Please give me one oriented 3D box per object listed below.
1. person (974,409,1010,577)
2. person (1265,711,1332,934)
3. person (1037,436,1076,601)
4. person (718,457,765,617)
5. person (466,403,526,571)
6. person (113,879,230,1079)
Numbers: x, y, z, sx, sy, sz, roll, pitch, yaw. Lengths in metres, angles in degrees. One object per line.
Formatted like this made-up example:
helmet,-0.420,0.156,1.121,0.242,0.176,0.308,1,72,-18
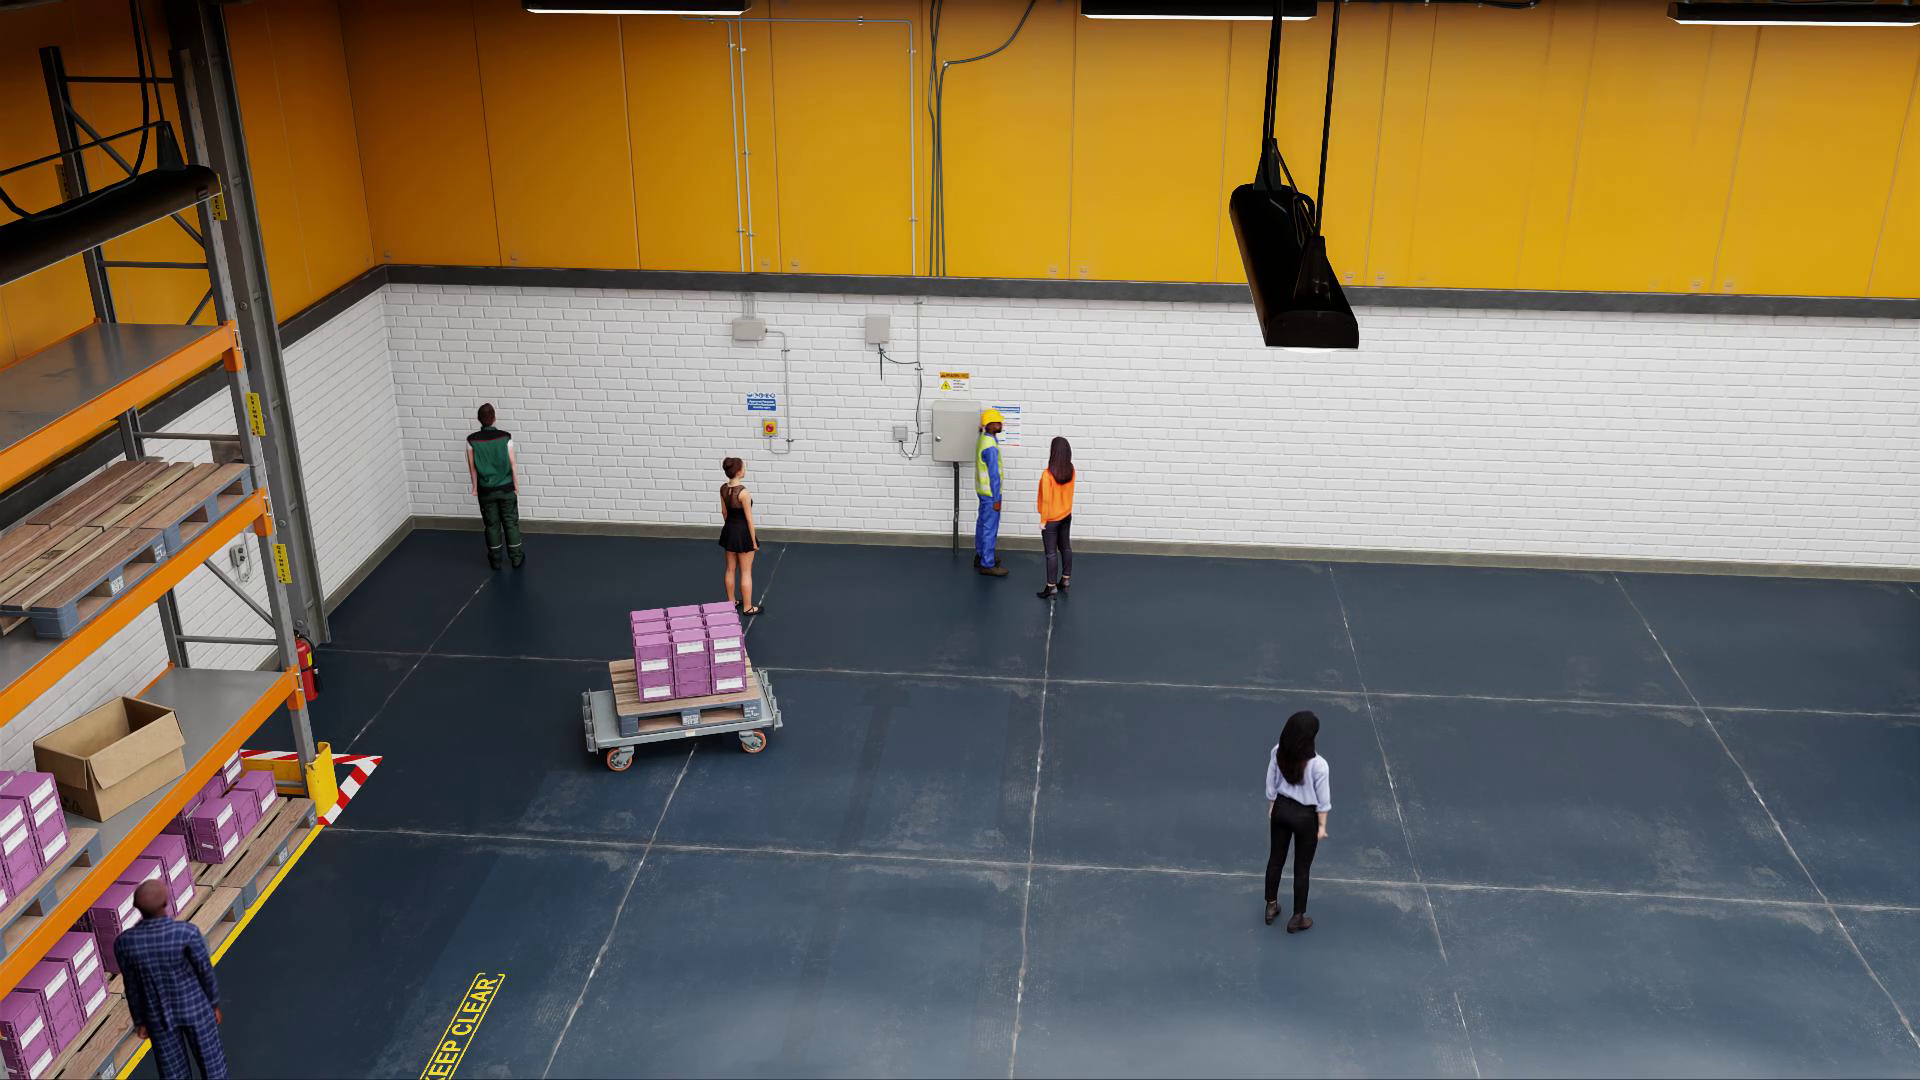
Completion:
person,0.314,-0.528,17.547,0.782,1.812,0.593,-4,24,-9
person,2.386,1.993,11.865,0.732,1.743,0.753,19,30,36
person,0.987,-0.236,16.958,0.769,1.748,0.686,21,31,39
person,-2.219,-0.050,16.626,0.678,1.675,0.717,18,29,35
person,-4.920,-0.575,17.619,0.701,1.842,0.671,-5,24,-12
person,-4.667,2.801,9.923,0.734,1.819,0.722,-6,24,-13
